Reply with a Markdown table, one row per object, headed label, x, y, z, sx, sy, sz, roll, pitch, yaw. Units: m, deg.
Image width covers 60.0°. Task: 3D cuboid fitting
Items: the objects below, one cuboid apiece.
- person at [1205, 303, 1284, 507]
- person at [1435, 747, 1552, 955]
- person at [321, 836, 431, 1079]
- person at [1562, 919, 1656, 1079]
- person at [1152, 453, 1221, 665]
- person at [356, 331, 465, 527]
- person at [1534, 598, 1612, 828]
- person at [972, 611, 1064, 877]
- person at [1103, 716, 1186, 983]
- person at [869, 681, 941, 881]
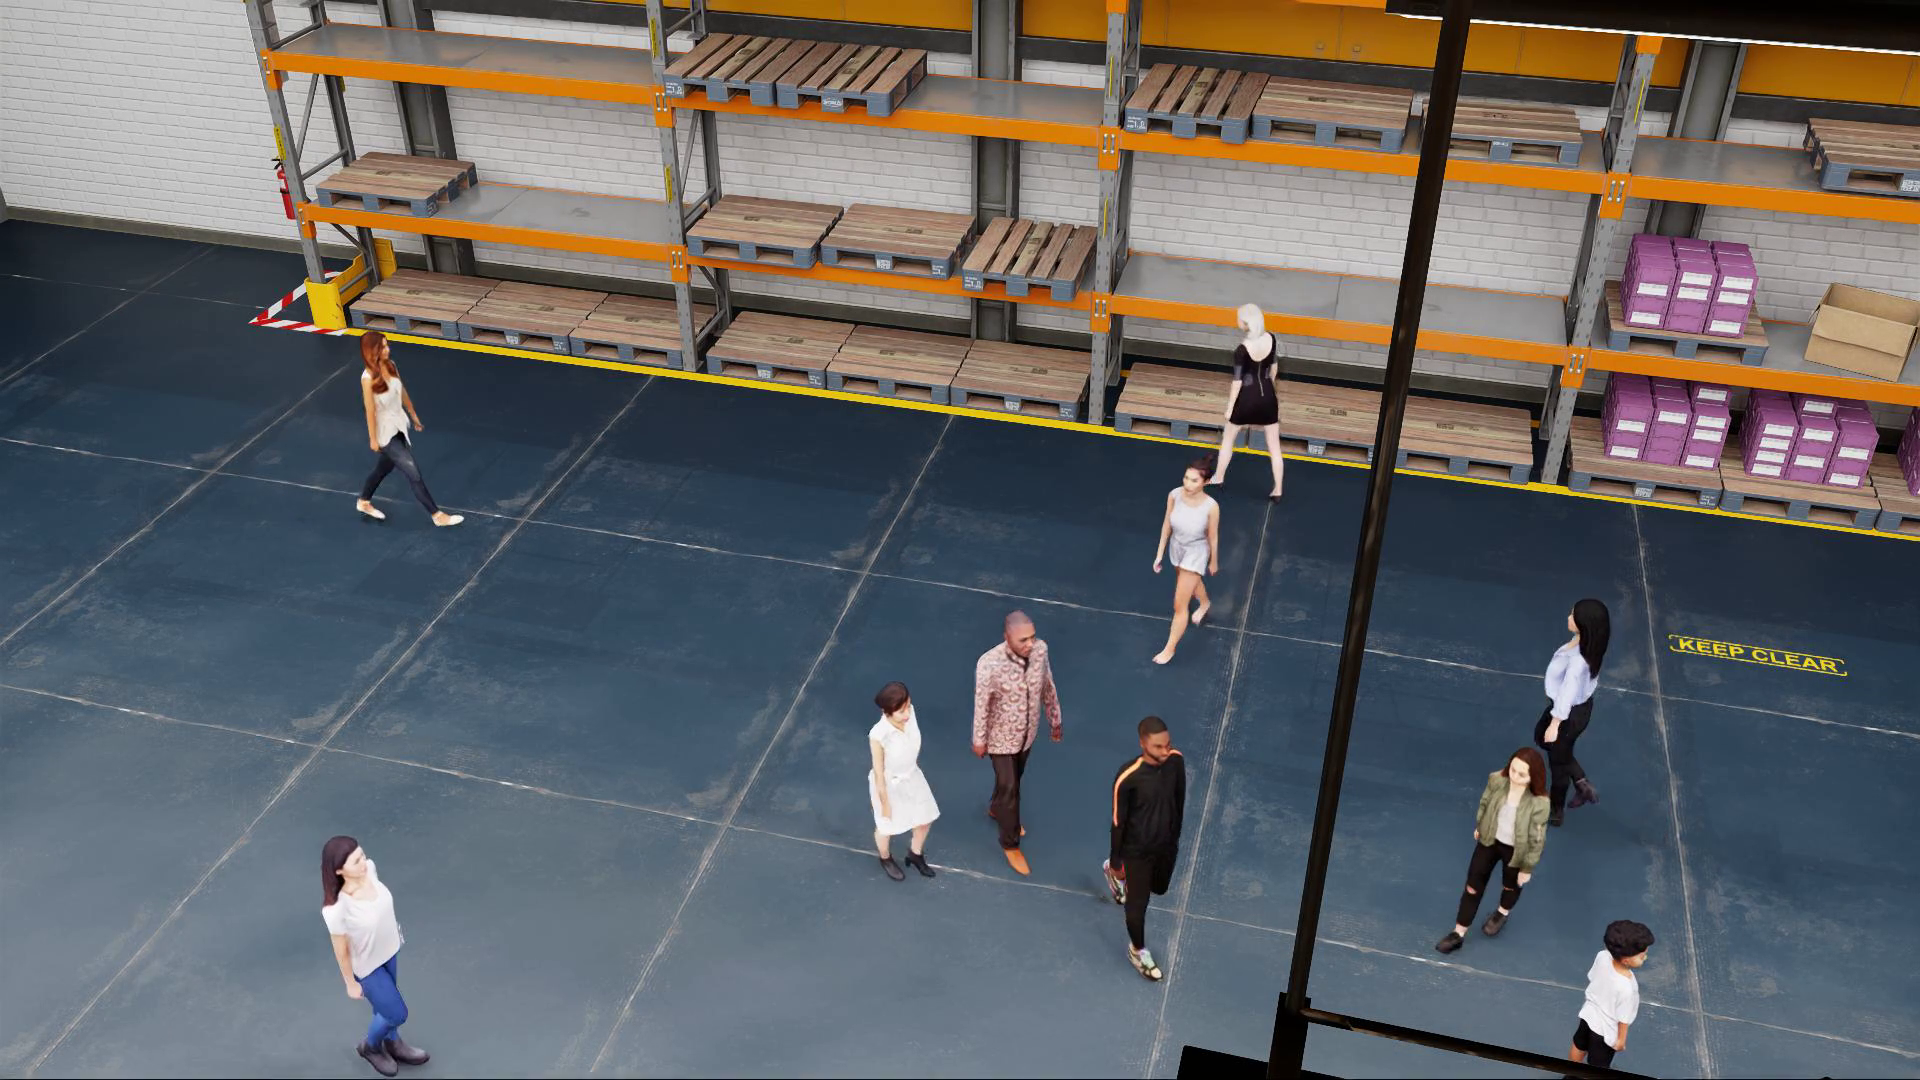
| label | x | y | z | sx | sy | sz | roll | pitch | yaw |
| --- | --- | --- | --- | --- | --- | --- | --- | --- | --- |
| person | 2.462 | -1.081 | 13.682 | 0.957 | 1.790 | 1.017 | -13 | 36 | -18 |
| person | 3.229 | 1.759 | 9.711 | 0.902 | 1.456 | 0.902 | -29 | 43 | -36 |
| person | -3.204 | 2.221 | 8.815 | 0.646 | 1.679 | 0.654 | 4 | 34 | 6 |
| person | 3.399 | 2.503 | 8.771 | 0.599 | 1.258 | 0.564 | -6 | 34 | -9 |
| person | 1.718 | 0.068 | 12.151 | 1.071 | 1.571 | 0.960 | 28 | 43 | 35 |
| person | -4.674 | -0.857 | 13.393 | 1.183 | 1.738 | 0.674 | 5 | 34 | 8 |
| person | 3.900 | 1.124 | 10.414 | 0.784 | 1.736 | 0.734 | 14 | 36 | 21 |
| person | 0.269 | 1.135 | 10.351 | 0.965 | 1.788 | 1.037 | -24 | 40 | -31 |
| person | 1.016 | 1.680 | 9.526 | 1.006 | 1.793 | 1.063 | -17 | 37 | -24 |
| person | -0.447 | 1.447 | 10.103 | 0.723 | 1.541 | 0.692 | 23 | 40 | 31 |
